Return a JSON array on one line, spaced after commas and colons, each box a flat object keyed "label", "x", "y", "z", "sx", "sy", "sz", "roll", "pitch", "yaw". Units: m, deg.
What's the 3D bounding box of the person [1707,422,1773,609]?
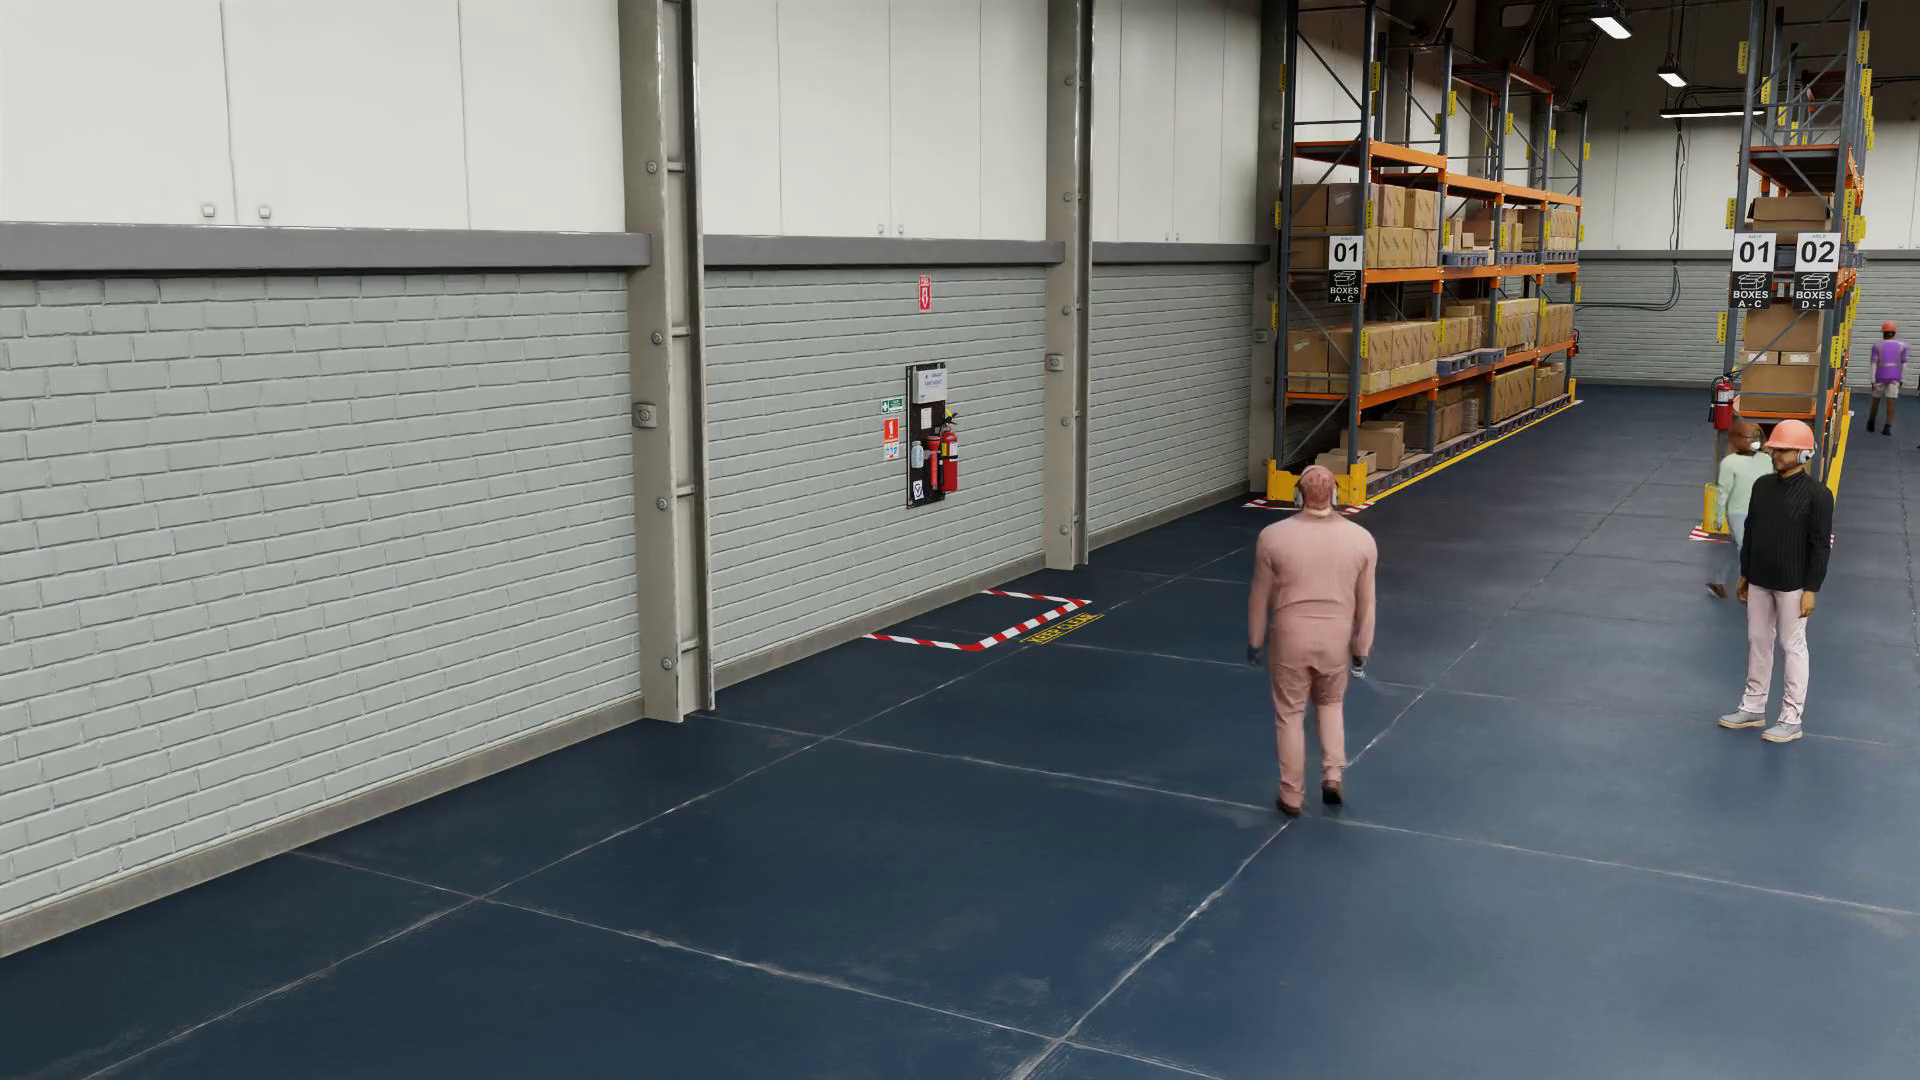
[{"label": "person", "x": 6.711, "y": -0.225, "z": 14.258, "sx": 0.499, "sy": 1.594, "sz": 0.846, "roll": -3, "pitch": 10, "yaw": -19}]

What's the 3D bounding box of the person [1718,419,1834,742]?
[{"label": "person", "x": 5.090, "y": 0.245, "z": 10.335, "sx": 0.376, "sy": 1.997, "sz": 0.612, "roll": -4, "pitch": 10, "yaw": -21}]

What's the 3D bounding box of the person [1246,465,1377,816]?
[{"label": "person", "x": 1.871, "y": 0.540, "z": 8.933, "sx": 0.653, "sy": 1.892, "sz": 0.436, "roll": 0, "pitch": 10, "yaw": -1}]

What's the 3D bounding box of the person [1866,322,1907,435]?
[{"label": "person", "x": 15.646, "y": -2.735, "z": 28.099, "sx": 0.562, "sy": 1.878, "sz": 1.017, "roll": 4, "pitch": 10, "yaw": 20}]

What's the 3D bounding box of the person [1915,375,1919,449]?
[{"label": "person", "x": 15.085, "y": -2.316, "z": 25.705, "sx": 0.537, "sy": 1.867, "sz": 0.314, "roll": 5, "pitch": 11, "yaw": 28}]
